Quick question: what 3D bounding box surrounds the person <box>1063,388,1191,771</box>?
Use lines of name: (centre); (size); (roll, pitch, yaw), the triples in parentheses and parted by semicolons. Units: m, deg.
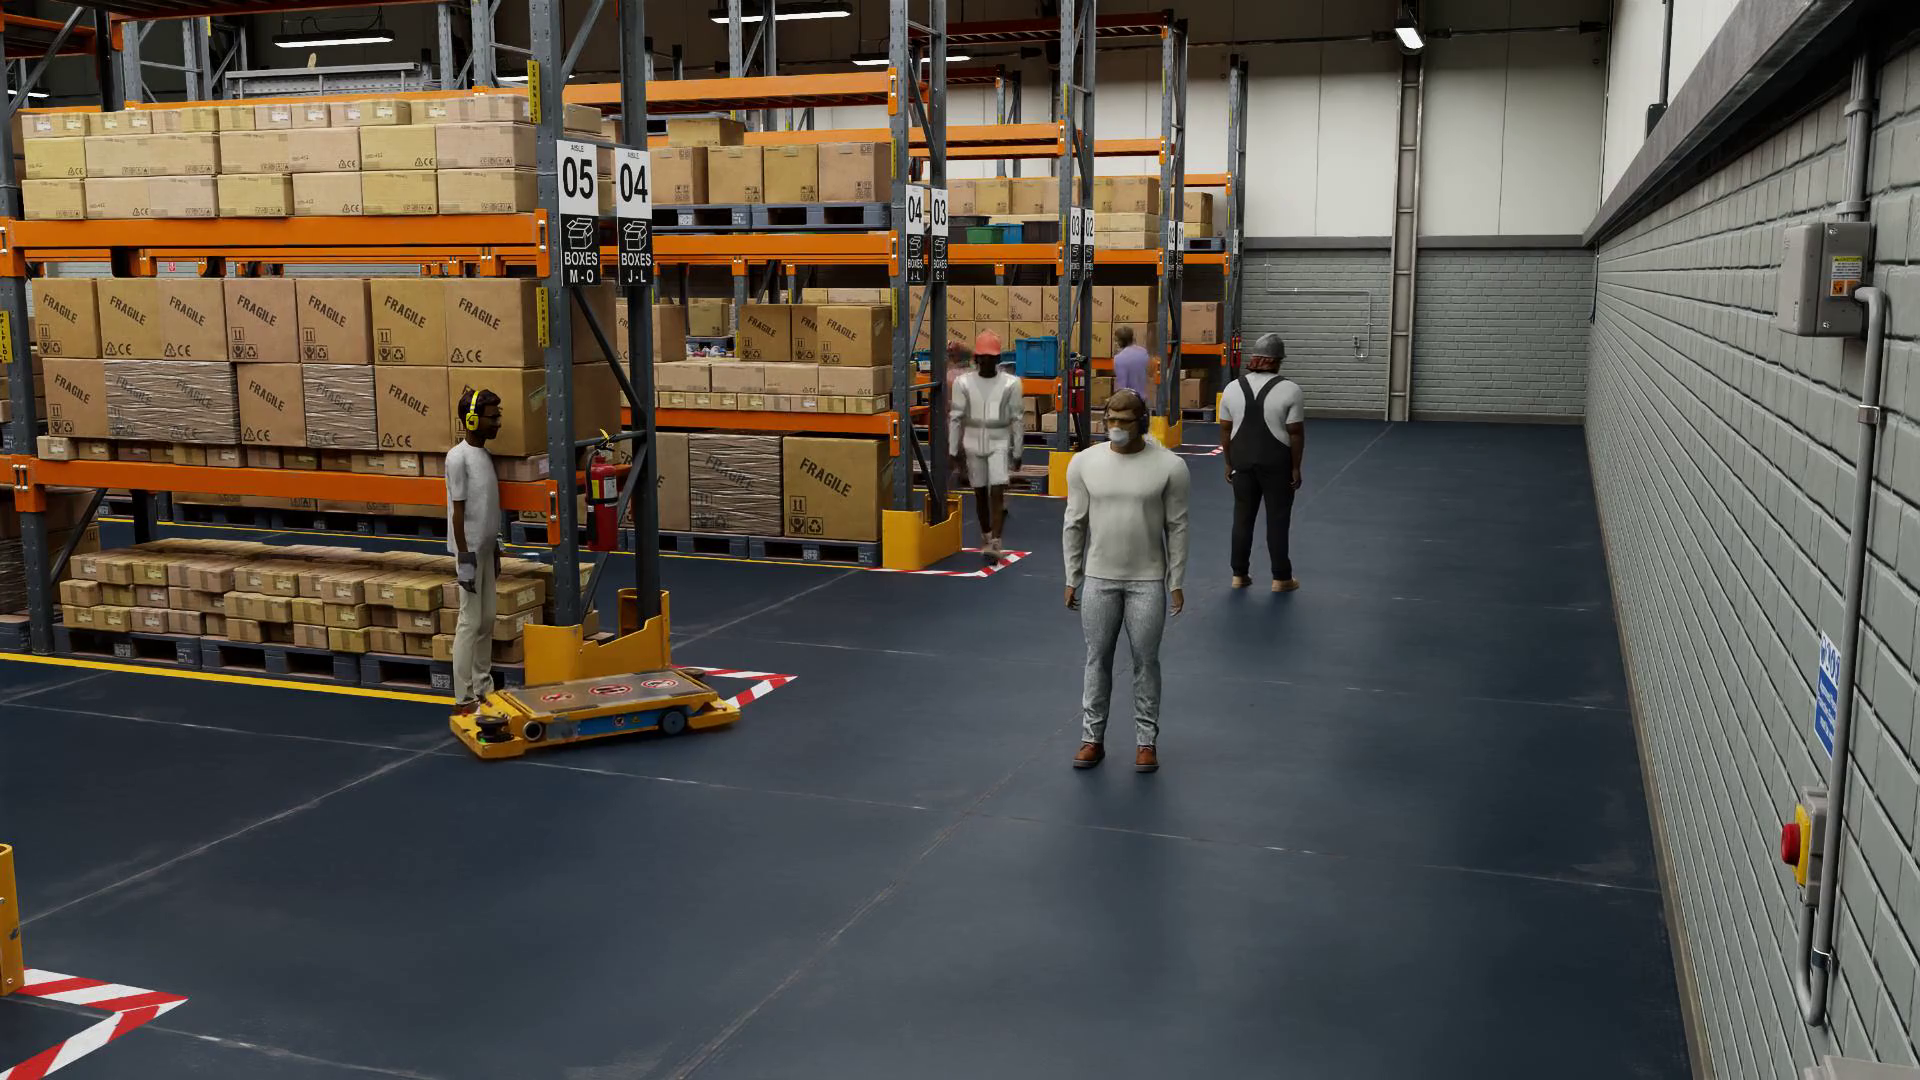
person: (0.829, 0.203, 8.377); (0.635, 1.936, 0.352); (2, 9, 13)

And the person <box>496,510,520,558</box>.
person: (-4.036, -0.736, 14.228); (0.362, 1.939, 0.636); (3, 10, 19)

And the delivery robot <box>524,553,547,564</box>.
delivery robot: (-2.975, 0.331, 11.586); (0.707, 0.478, 0.477); (4, 10, 21)

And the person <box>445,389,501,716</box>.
person: (-2.705, 0.085, 9.369); (0.333, 1.860, 0.509); (1, 9, 5)

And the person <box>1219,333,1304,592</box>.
person: (2.426, -0.622, 13.202); (0.684, 2.000, 0.535); (6, 11, 33)

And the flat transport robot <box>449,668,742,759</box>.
flat transport robot: (-1.982, 0.922, 9.071); (1.431, 0.197, 0.652); (-6, 11, -31)

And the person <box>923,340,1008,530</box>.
person: (0.023, -1.014, 16.206); (0.912, 1.874, 0.652); (5, 10, 26)

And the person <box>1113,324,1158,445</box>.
person: (2.105, -1.644, 20.027); (0.647, 1.903, 0.884); (-8, 12, -42)

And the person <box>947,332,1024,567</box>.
person: (0.210, -0.774, 14.295); (0.631, 1.990, 1.039); (2, 9, 11)
